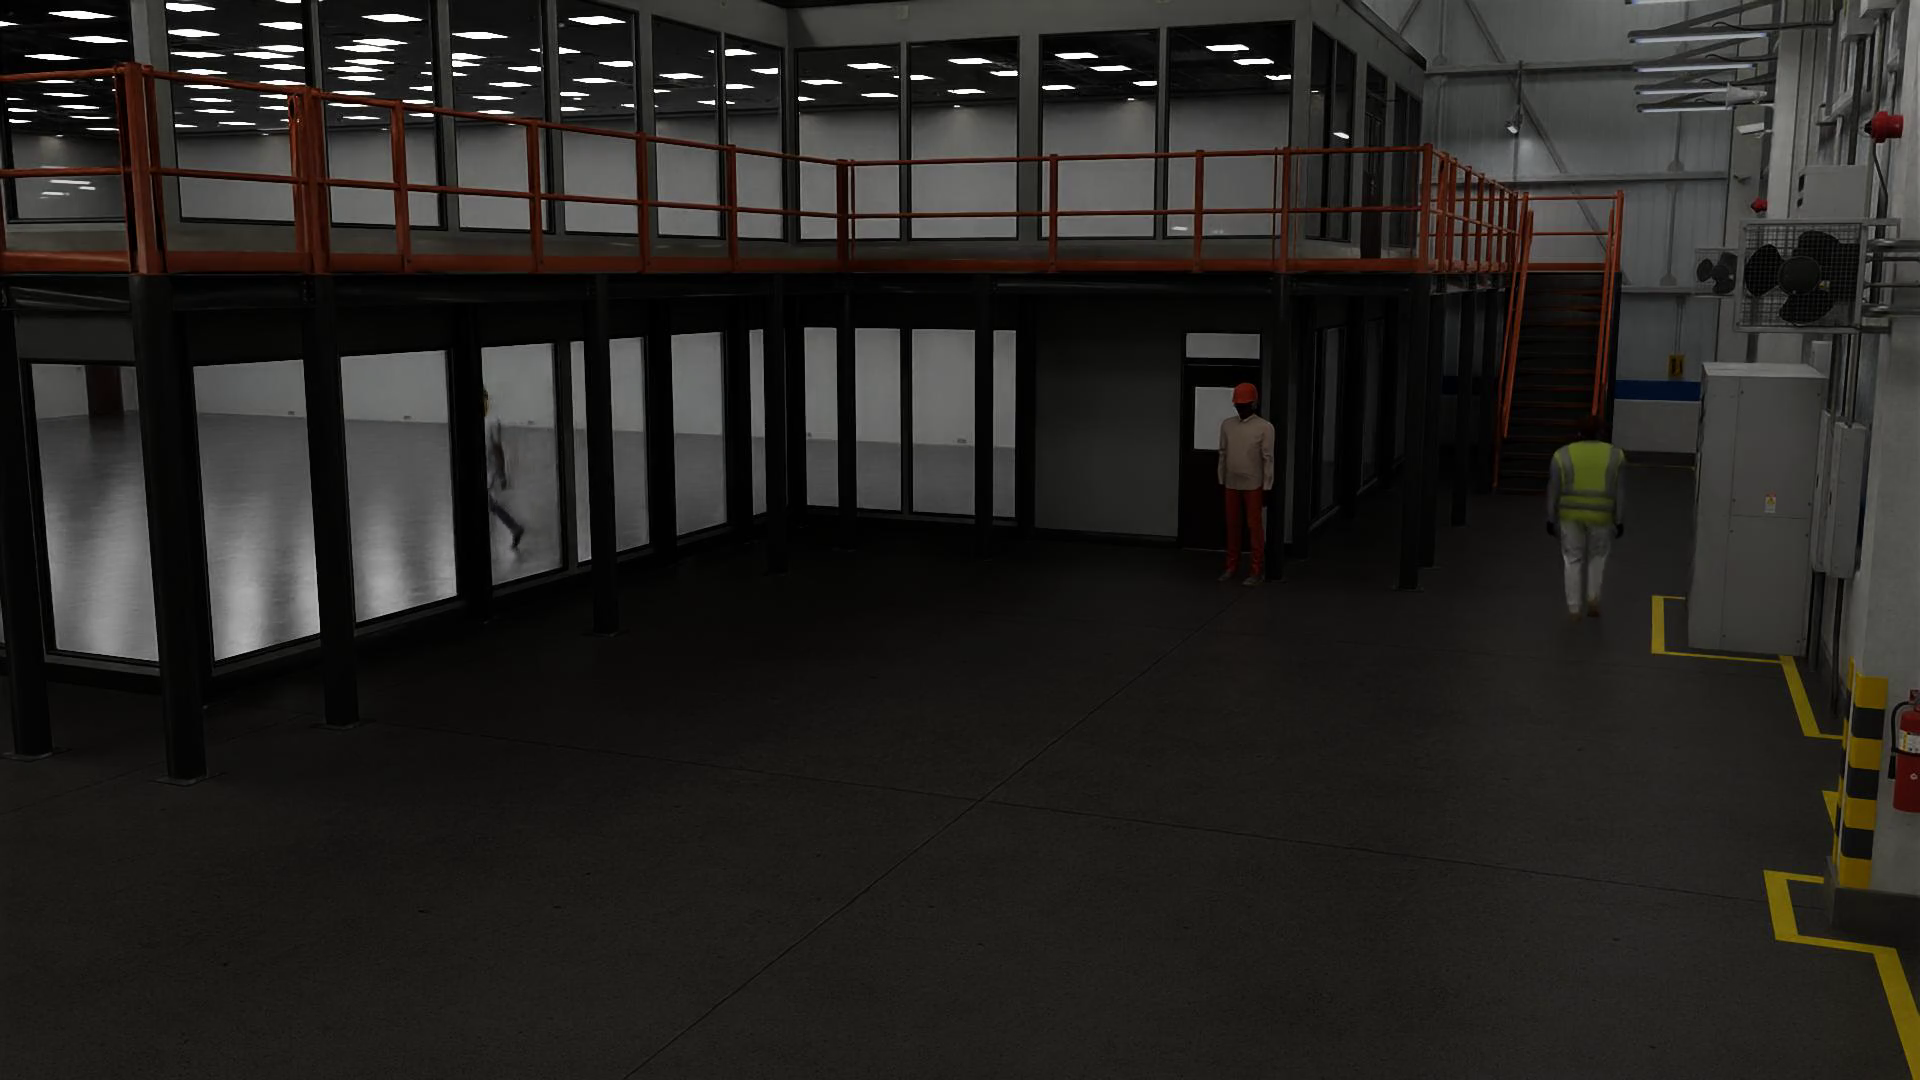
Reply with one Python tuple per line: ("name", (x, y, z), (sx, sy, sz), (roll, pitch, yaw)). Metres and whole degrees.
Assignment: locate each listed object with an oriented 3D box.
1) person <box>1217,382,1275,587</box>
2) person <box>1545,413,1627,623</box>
("person", (2.762, -0.542, 16.176), (0.612, 1.986, 0.407), (8, 12, 41))
("person", (5.444, -0.196, 14.517), (0.652, 1.820, 0.567), (3, 10, 15))
